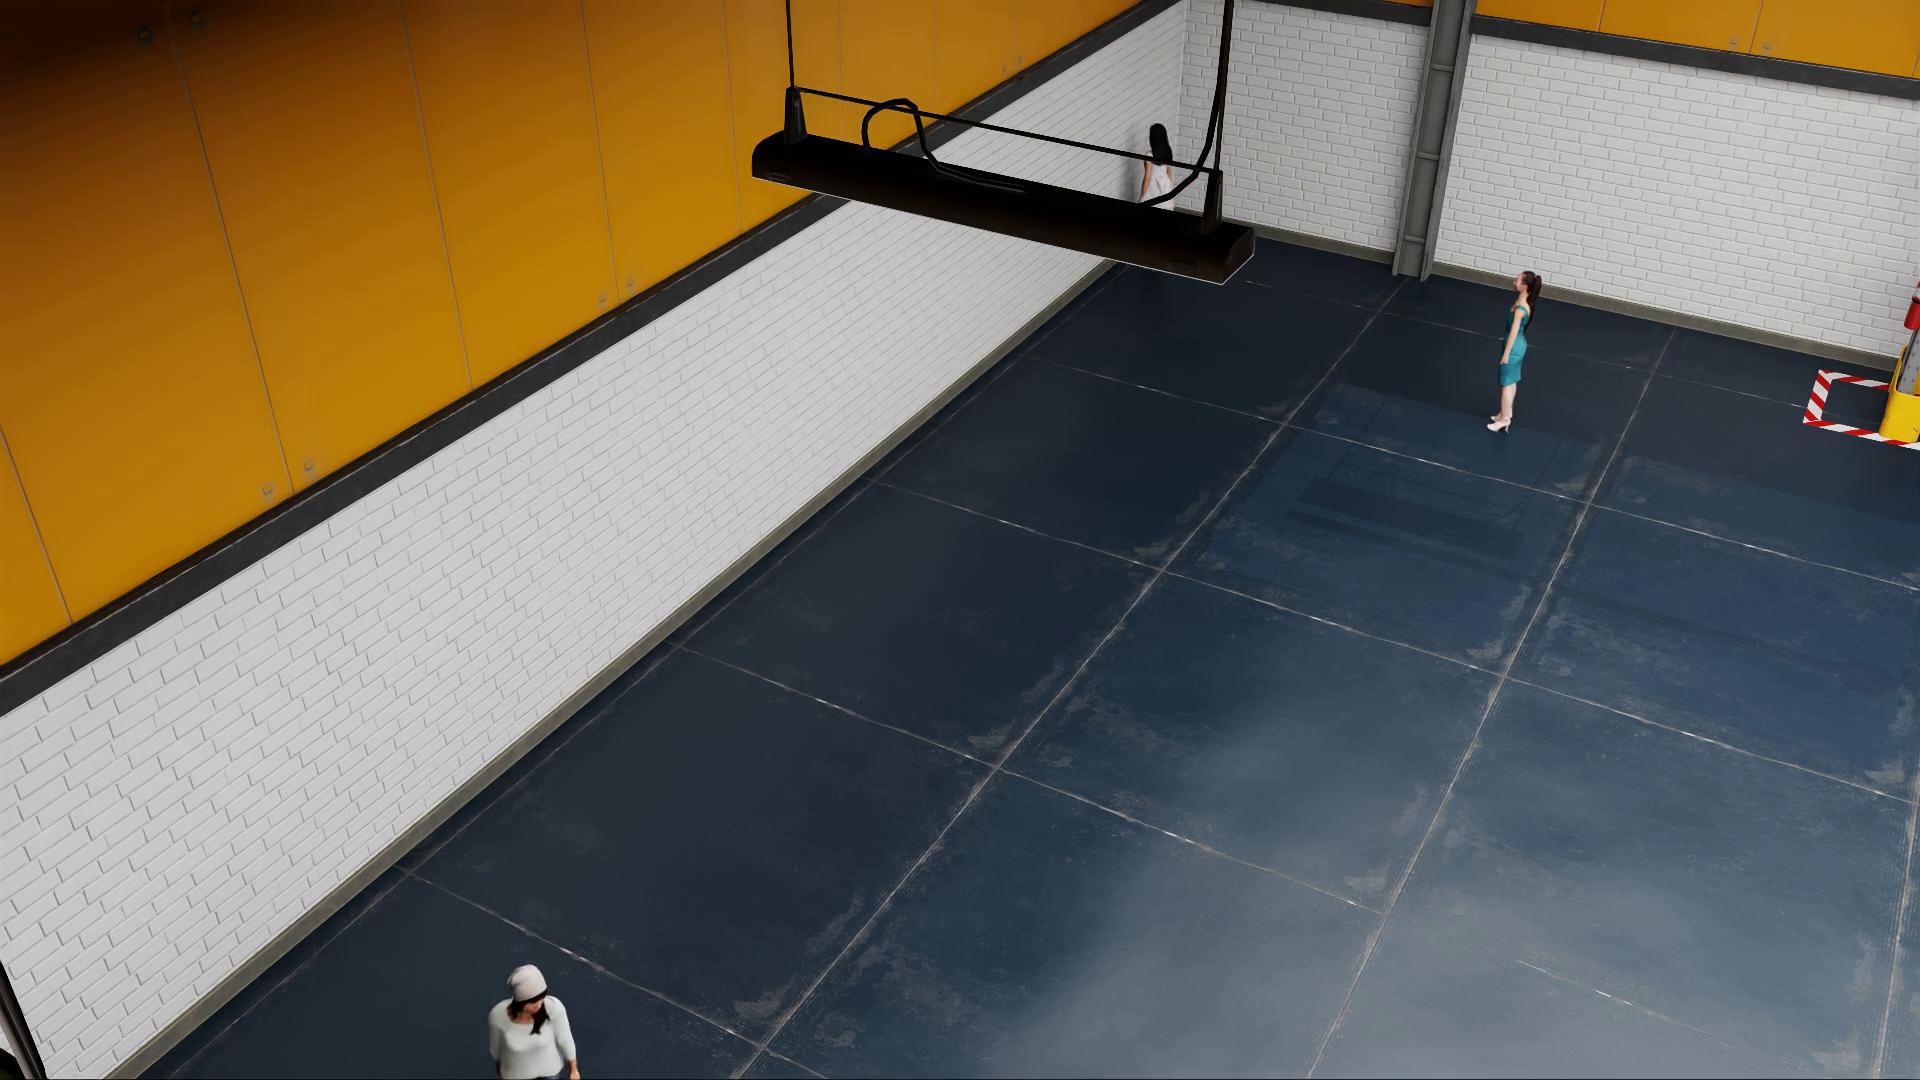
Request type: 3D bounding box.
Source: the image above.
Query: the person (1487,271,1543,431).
[{"bbox_3d":[5.422,-1.858,16.291,0.476,1.685,0.534,16,37,23],"label":"person"}]

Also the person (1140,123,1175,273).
[{"bbox_3d":[2.295,-4.003,19.438,0.764,1.773,0.791,-19,38,-26],"label":"person"}]

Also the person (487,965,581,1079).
[{"bbox_3d":[-2.391,2.884,9.218,0.742,1.618,0.799,-6,34,-9],"label":"person"}]
